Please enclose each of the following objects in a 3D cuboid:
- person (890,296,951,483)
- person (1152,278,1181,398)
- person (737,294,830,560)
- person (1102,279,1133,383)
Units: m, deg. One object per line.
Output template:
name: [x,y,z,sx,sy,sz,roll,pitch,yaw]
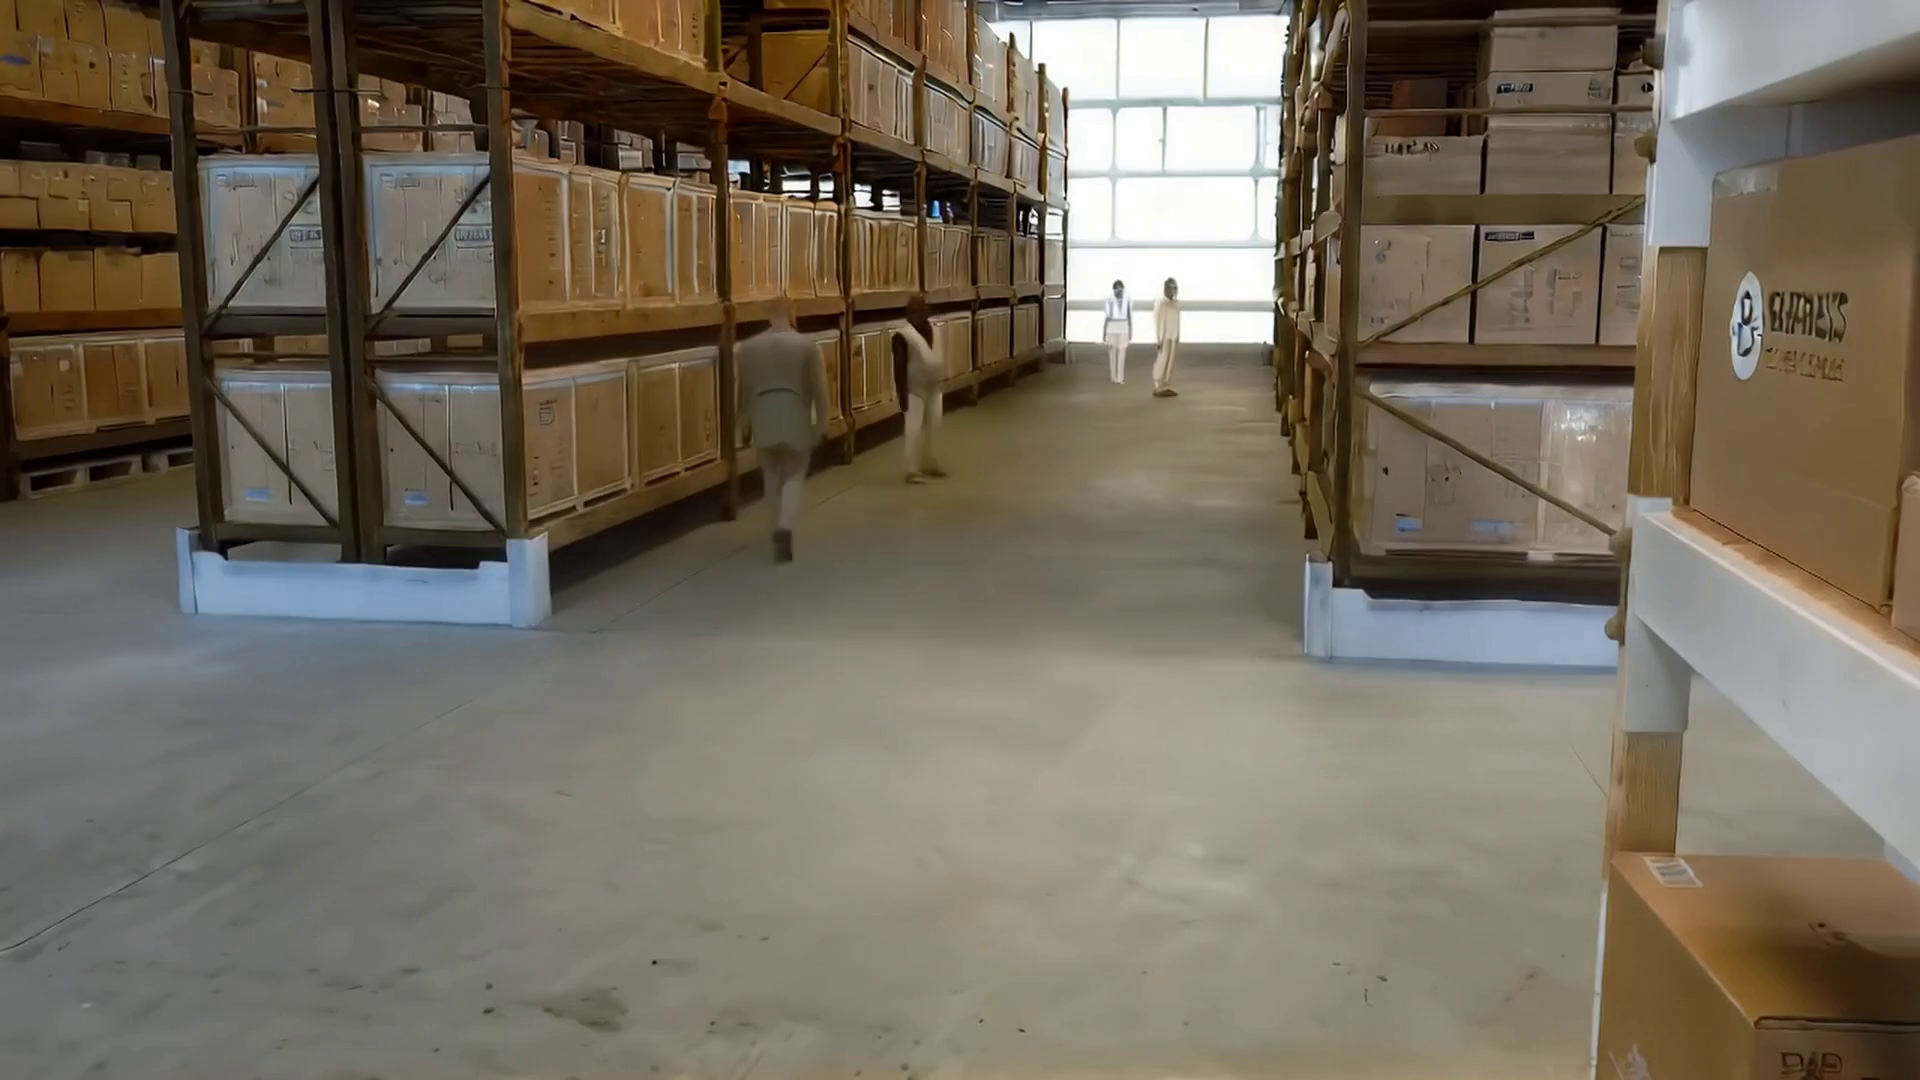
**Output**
person: [-0.364,-1.434,15.944,0.438,1.803,0.712,9,13,44]
person: [3.348,-3.262,26.882,0.369,1.930,0.628,9,13,43]
person: [-1.269,-0.811,11.859,0.655,1.877,0.889,1,9,6]
person: [2.903,-3.857,30.688,0.560,1.895,0.983,0,9,2]
